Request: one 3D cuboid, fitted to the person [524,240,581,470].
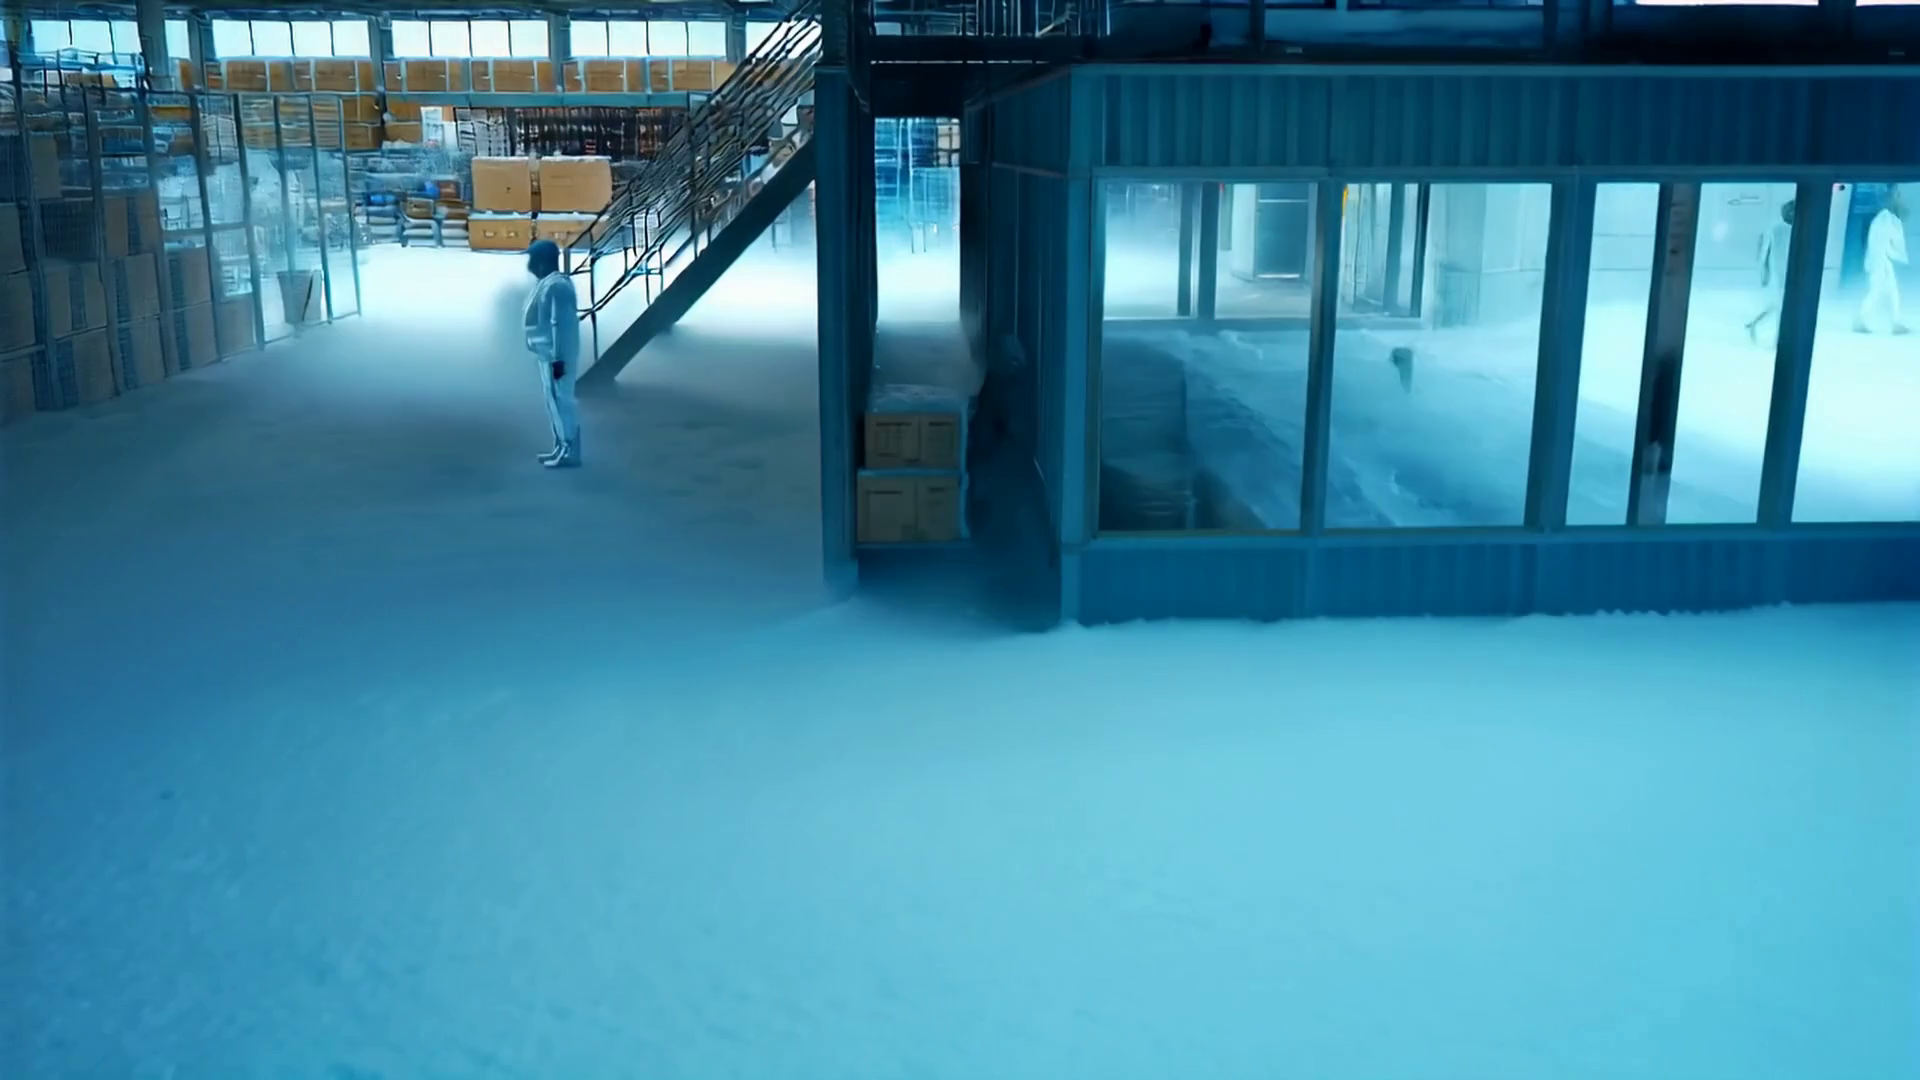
[{"bbox_3d":[-3.288,-1.490,13.424,0.431,1.836,0.619,-8,16,-28],"label":"person"}]

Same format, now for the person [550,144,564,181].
[{"bbox_3d":[-18.313,-17.069,75.599,0.881,1.875,0.651,2,14,8],"label":"person"}]

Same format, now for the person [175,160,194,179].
[{"bbox_3d":[-23.997,-10.930,51.500,0.541,1.661,0.865,1,14,3],"label":"person"}]

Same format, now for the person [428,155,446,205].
[{"bbox_3d":[-17.214,-11.811,54.854,0.547,1.726,0.841,0,14,-1],"label":"person"}]

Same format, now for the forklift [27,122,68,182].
[{"bbox_3d":[-35.376,-14.773,64.377,1.129,2.768,1.873,-1,14,-2],"label":"forklift"}]

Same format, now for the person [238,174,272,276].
[{"bbox_3d":[-12.826,-5.714,30.258,0.503,1.860,0.330,-8,16,-30],"label":"person"}]

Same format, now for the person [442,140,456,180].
[{"bbox_3d":[-25.509,-18.922,82.886,1.049,1.948,0.602,-5,15,-20],"label":"person"}]

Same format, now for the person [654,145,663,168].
[{"bbox_3d":[-13.281,-16.442,73.174,0.404,1.830,0.603,-2,14,-8],"label":"person"}]
